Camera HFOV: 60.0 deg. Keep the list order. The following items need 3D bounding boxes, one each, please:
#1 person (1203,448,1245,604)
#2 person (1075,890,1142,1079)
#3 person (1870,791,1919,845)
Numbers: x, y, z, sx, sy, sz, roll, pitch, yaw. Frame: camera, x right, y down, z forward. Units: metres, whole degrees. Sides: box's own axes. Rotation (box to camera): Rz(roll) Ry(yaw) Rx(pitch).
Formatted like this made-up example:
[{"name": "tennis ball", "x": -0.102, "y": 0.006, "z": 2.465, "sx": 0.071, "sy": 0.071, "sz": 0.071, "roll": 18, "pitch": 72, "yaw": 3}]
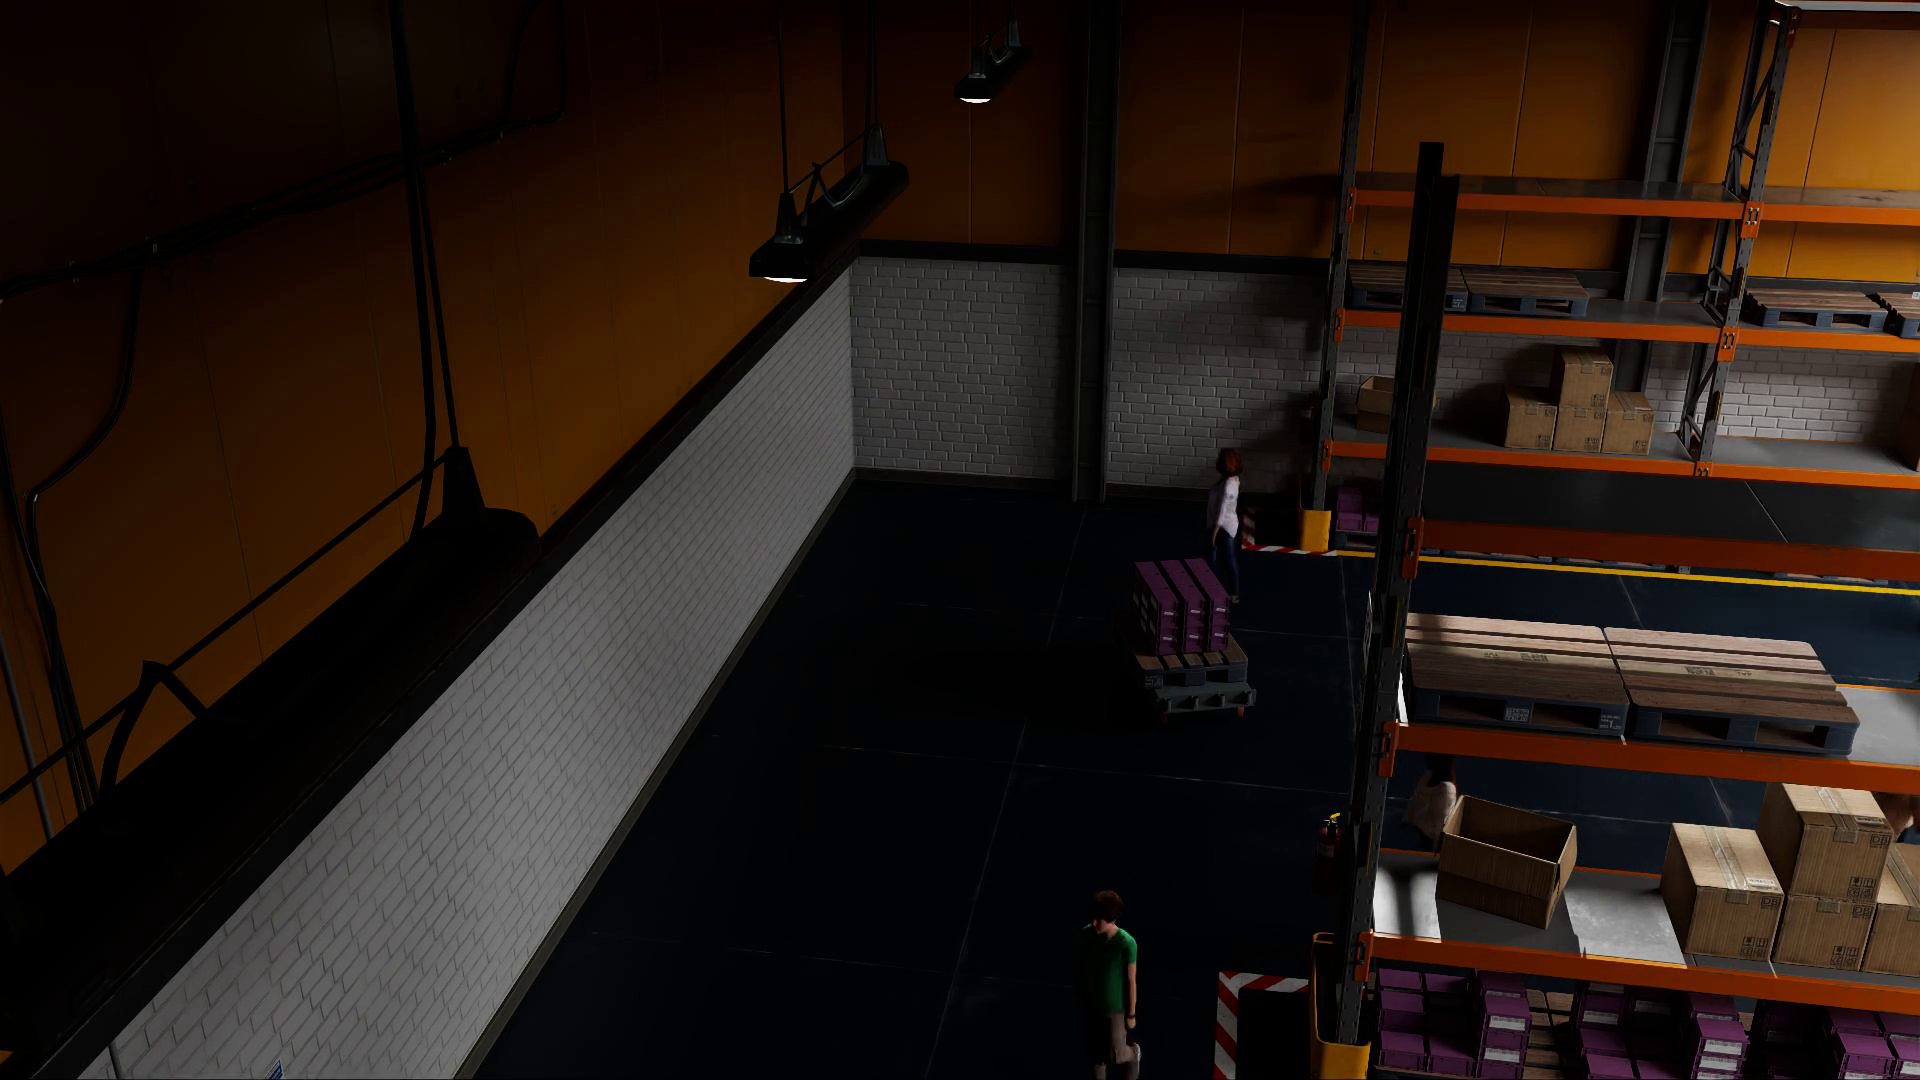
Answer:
[{"name": "person", "x": 2.860, "y": -0.137, "z": 17.394, "sx": 0.802, "sy": 1.700, "sz": 0.660, "roll": 5, "pitch": 24, "yaw": 11}, {"name": "person", "x": 0.974, "y": 2.893, "z": 10.542, "sx": 0.831, "sy": 1.638, "sz": 0.839, "roll": 17, "pitch": 29, "yaw": 34}, {"name": "person", "x": 6.900, "y": 2.031, "z": 12.497, "sx": 1.010, "sy": 1.652, "sz": 0.736, "roll": 1, "pitch": 24, "yaw": 1}]
